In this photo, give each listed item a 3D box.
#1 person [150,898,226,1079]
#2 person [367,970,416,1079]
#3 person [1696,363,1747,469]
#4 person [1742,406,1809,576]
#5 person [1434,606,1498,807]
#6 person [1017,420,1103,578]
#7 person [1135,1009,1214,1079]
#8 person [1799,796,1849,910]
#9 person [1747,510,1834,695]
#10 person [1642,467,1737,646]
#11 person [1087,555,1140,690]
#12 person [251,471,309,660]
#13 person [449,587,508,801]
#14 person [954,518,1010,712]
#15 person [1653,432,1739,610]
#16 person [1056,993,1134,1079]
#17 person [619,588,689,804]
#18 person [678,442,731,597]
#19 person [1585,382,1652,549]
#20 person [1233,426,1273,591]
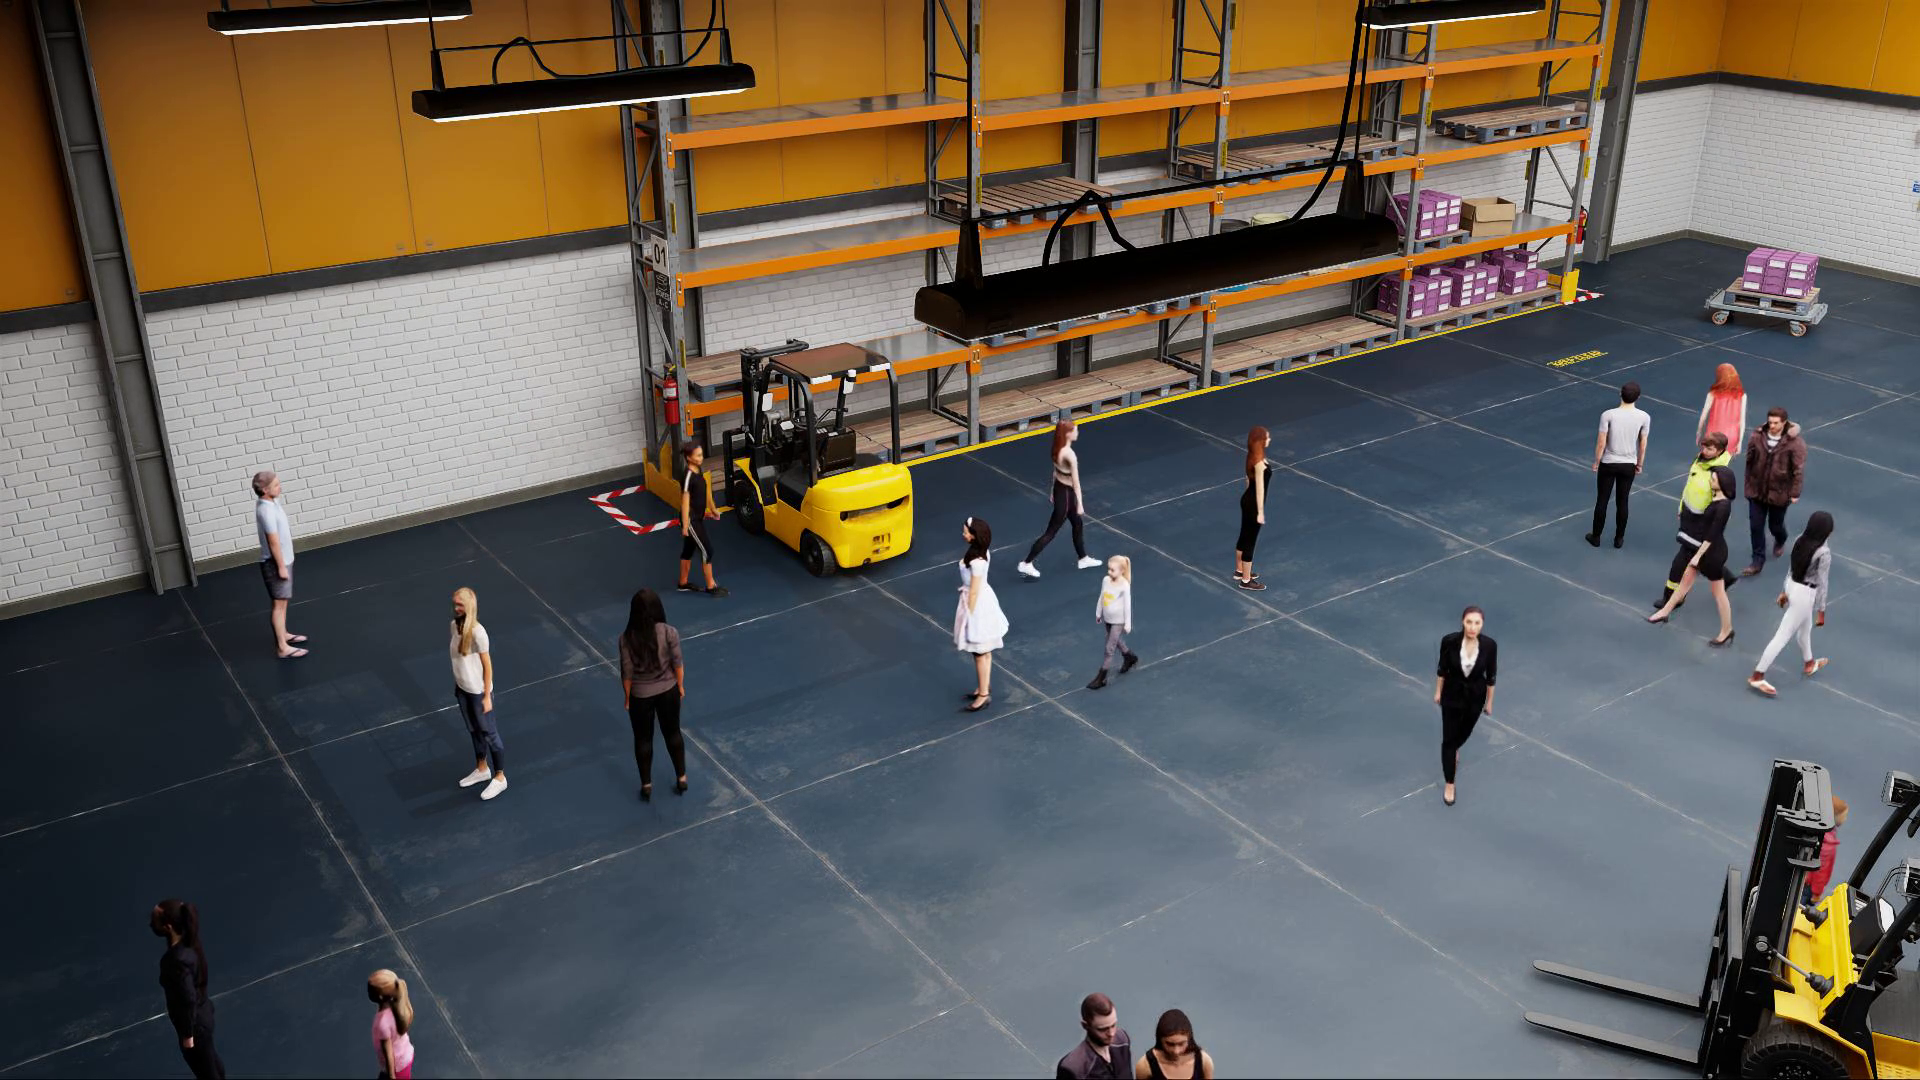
[{"bbox_3d":[-4.527,2.836,9.827,0.560,1.712,0.615,-9,25,-20],"label":"person"},{"bbox_3d":[-3.283,3.077,9.835,0.640,1.264,0.593,-1,24,-2],"label":"person"},{"bbox_3d":[8.530,-1.054,18.628,0.916,1.790,1.002,7,25,16],"label":"person"},{"bbox_3d":[8.516,-0.533,17.409,1.052,1.813,0.850,-21,31,-39],"label":"person"},{"bbox_3d":[4.099,1.265,13.532,1.031,1.622,1.099,5,24,10],"label":"person"},{"bbox_3d":[0.979,-0.382,17.209,1.266,1.695,0.863,-7,25,-16],"label":"person"},{"bbox_3d":[1.139,3.204,9.046,1.002,1.663,0.923,-2,24,-5],"label":"person"},{"bbox_3d":[5.855,2.328,11.487,0.641,1.314,0.568,6,24,14],"label":"person"},{"bbox_3d":[7.532,0.571,15.056,1.238,1.673,1.106,2,24,4],"label":"person"},{"bbox_3d":[7.225,0.197,15.801,1.034,1.763,1.083,9,25,20],"label":"person"},{"bbox_3d":[1.463,0.711,15.248,0.892,1.264,0.509,-16,29,-33],"label":"person"},{"bbox_3d":[-6.459,0.211,15.687,0.657,1.829,0.703,-7,25,-16],"label":"person"},{"bbox_3d":[-3.905,1.217,13.411,0.649,1.808,0.573,19,30,37],"label":"person"},{"bbox_3d":[0.158,0.650,14.704,0.911,1.811,0.858,1,24,3],"label":"person"},{"bbox_3d":[7.415,-0.176,16.436,1.279,1.938,1.182,2,24,4],"label":"person"},{"bbox_3d":[0.699,3.169,8.905,0.571,1.841,0.773,-21,31,-39],"label":"person"},{"bbox_3d":[-2.451,1.244,13.308,0.647,1.840,0.787,-7,24,-15],"label":"person"},{"bbox_3d":[-2.788,-0.214,16.890,0.930,1.644,0.851,2,24,4],"label":"person"},{"bbox_3d":[7.116,-0.813,17.985,0.733,1.864,0.788,4,24,10],"label":"person"},{"bbox_3d":[3.003,-0.350,17.098,0.673,1.726,0.647,-1,24,-2],"label":"person"}]
